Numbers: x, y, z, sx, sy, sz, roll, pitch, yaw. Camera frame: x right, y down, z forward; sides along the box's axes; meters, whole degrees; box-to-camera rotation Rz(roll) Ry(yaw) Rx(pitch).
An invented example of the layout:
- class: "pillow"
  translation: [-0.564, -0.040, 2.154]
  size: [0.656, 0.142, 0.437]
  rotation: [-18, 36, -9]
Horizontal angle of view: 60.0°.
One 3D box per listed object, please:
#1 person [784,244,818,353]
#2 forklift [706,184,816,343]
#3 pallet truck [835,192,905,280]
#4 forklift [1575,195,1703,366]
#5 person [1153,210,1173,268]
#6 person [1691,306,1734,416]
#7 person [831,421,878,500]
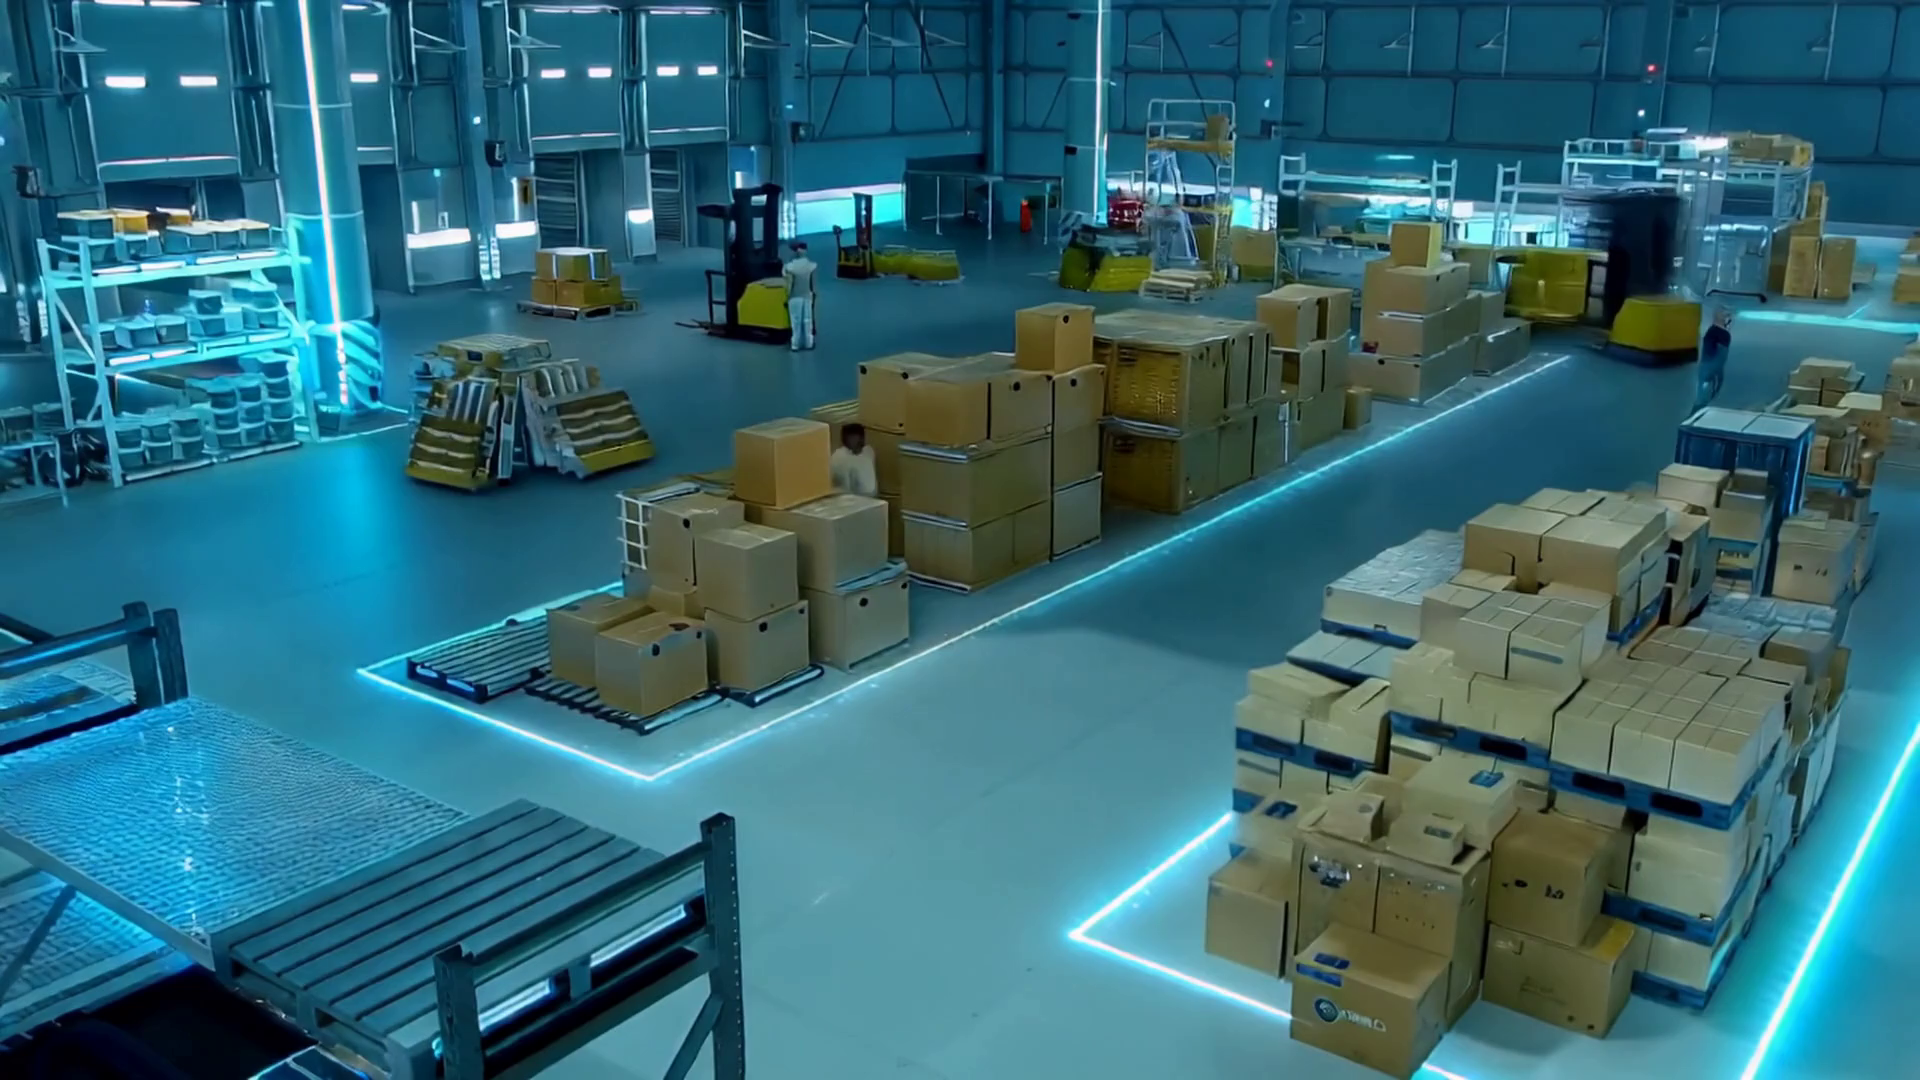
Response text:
- class: "person"
  translation: [-2.831, -4.310, 29.676]
  size: [0.634, 1.929, 0.380]
  rotation: [-8, 19, -26]
- class: "forklift"
  translation: [-3.717, -5.181, 30.929]
  size: [1.873, 2.768, 1.129]
  rotation: [12, 21, 35]
- class: "pallet truck"
  translation: [-1.936, -7.159, 38.982]
  size: [1.885, 1.965, 0.823]
  rotation: [-12, 21, -34]
- class: "forklift"
  translation: [11.911, -4.557, 28.864]
  size: [1.129, 2.768, 1.873]
  rotation: [-6, 18, -19]
- class: "person"
  translation: [4.924, -7.439, 40.465]
  size: [0.638, 1.672, 0.545]
  rotation: [-2, 17, -6]
- class: "person"
  translation: [10.364, -2.265, 22.904]
  size: [0.370, 1.931, 0.624]
  rotation: [15, 22, 40]
- class: "person"
  translation: [-1.086, -0.311, 16.603]
  size: [0.675, 1.819, 0.636]
  rotation: [11, 20, 32]
